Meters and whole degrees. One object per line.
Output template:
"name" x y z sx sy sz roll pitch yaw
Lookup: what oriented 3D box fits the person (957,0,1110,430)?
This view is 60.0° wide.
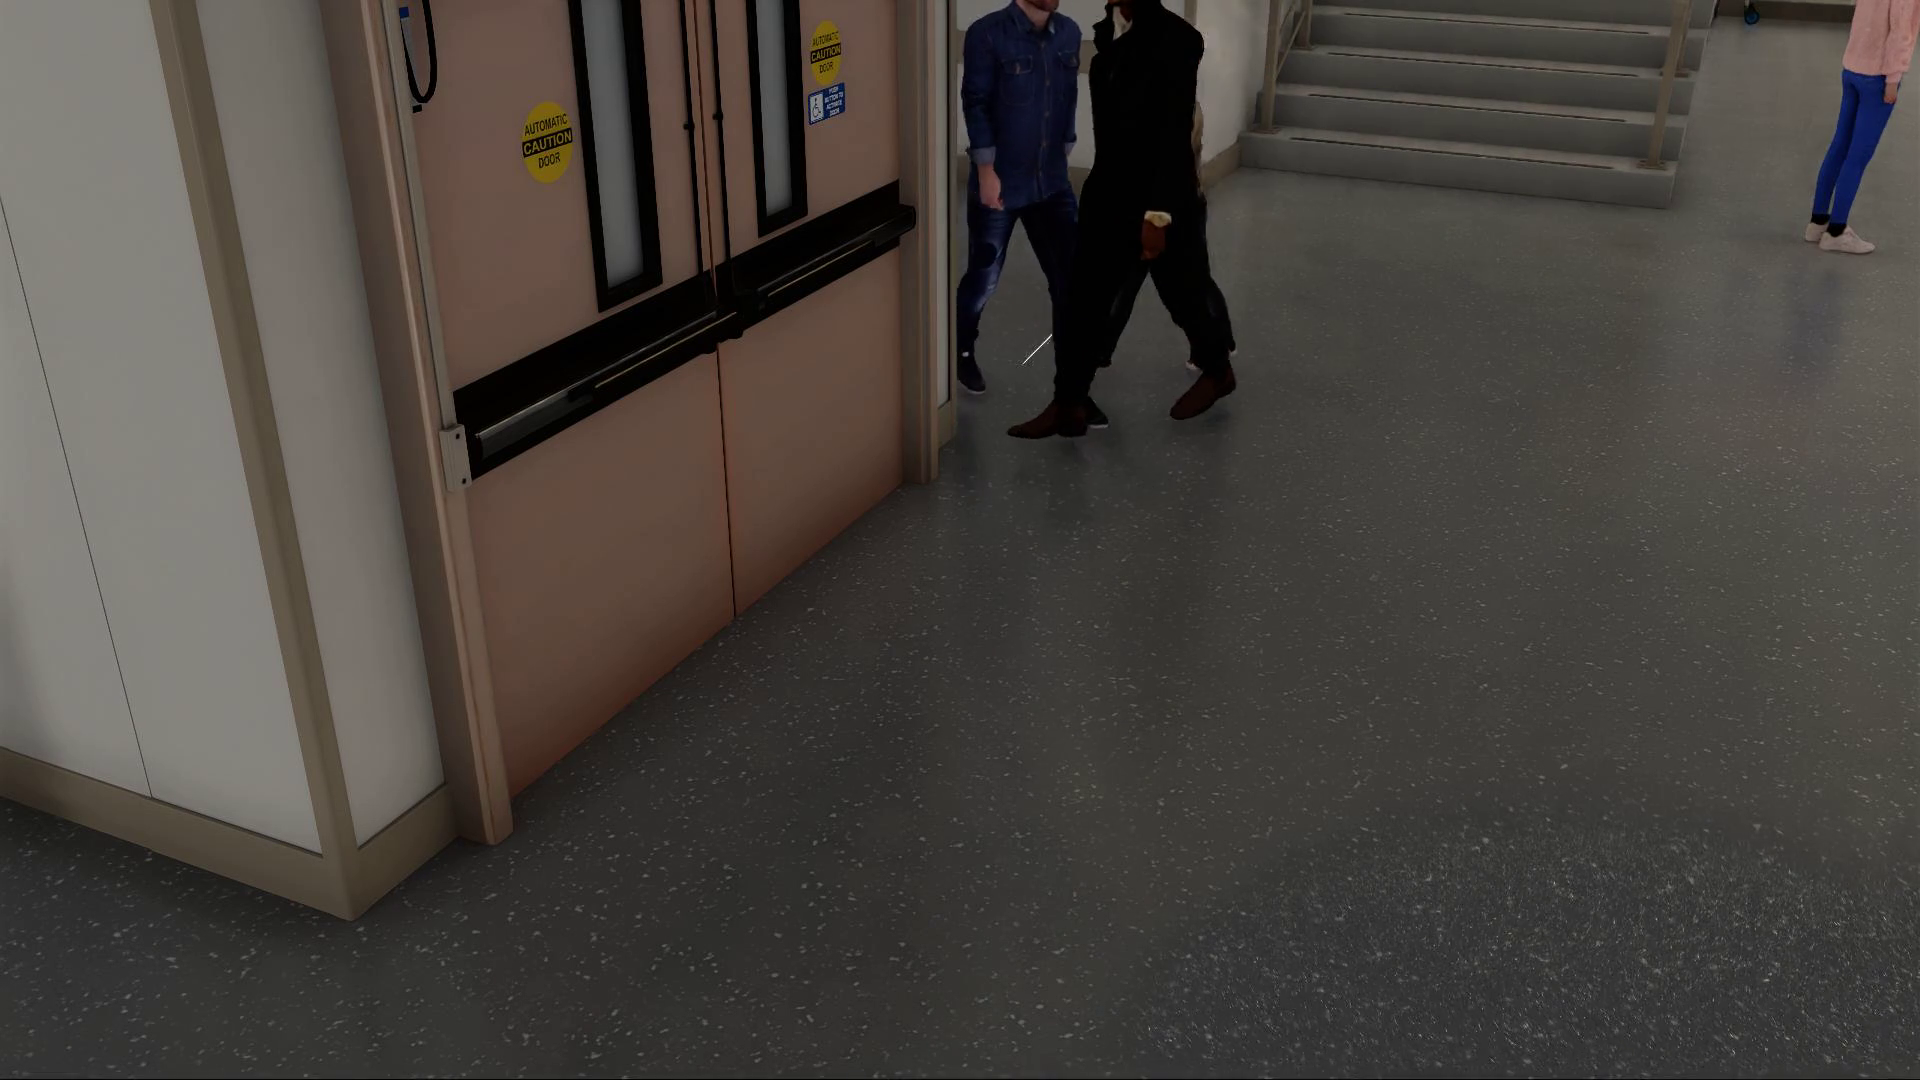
"person" 0.185 -1.360 6.467 1.206 1.788 1.199 -13 29 -26

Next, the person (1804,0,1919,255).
"person" 4.730 -2.403 8.651 0.778 1.768 0.612 2 26 4

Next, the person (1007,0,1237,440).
"person" 0.767 -1.269 6.203 1.367 1.853 1.105 -18 31 -32

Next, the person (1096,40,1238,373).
"person" 0.938 -1.340 6.844 1.068 1.424 0.925 -12 28 -24
